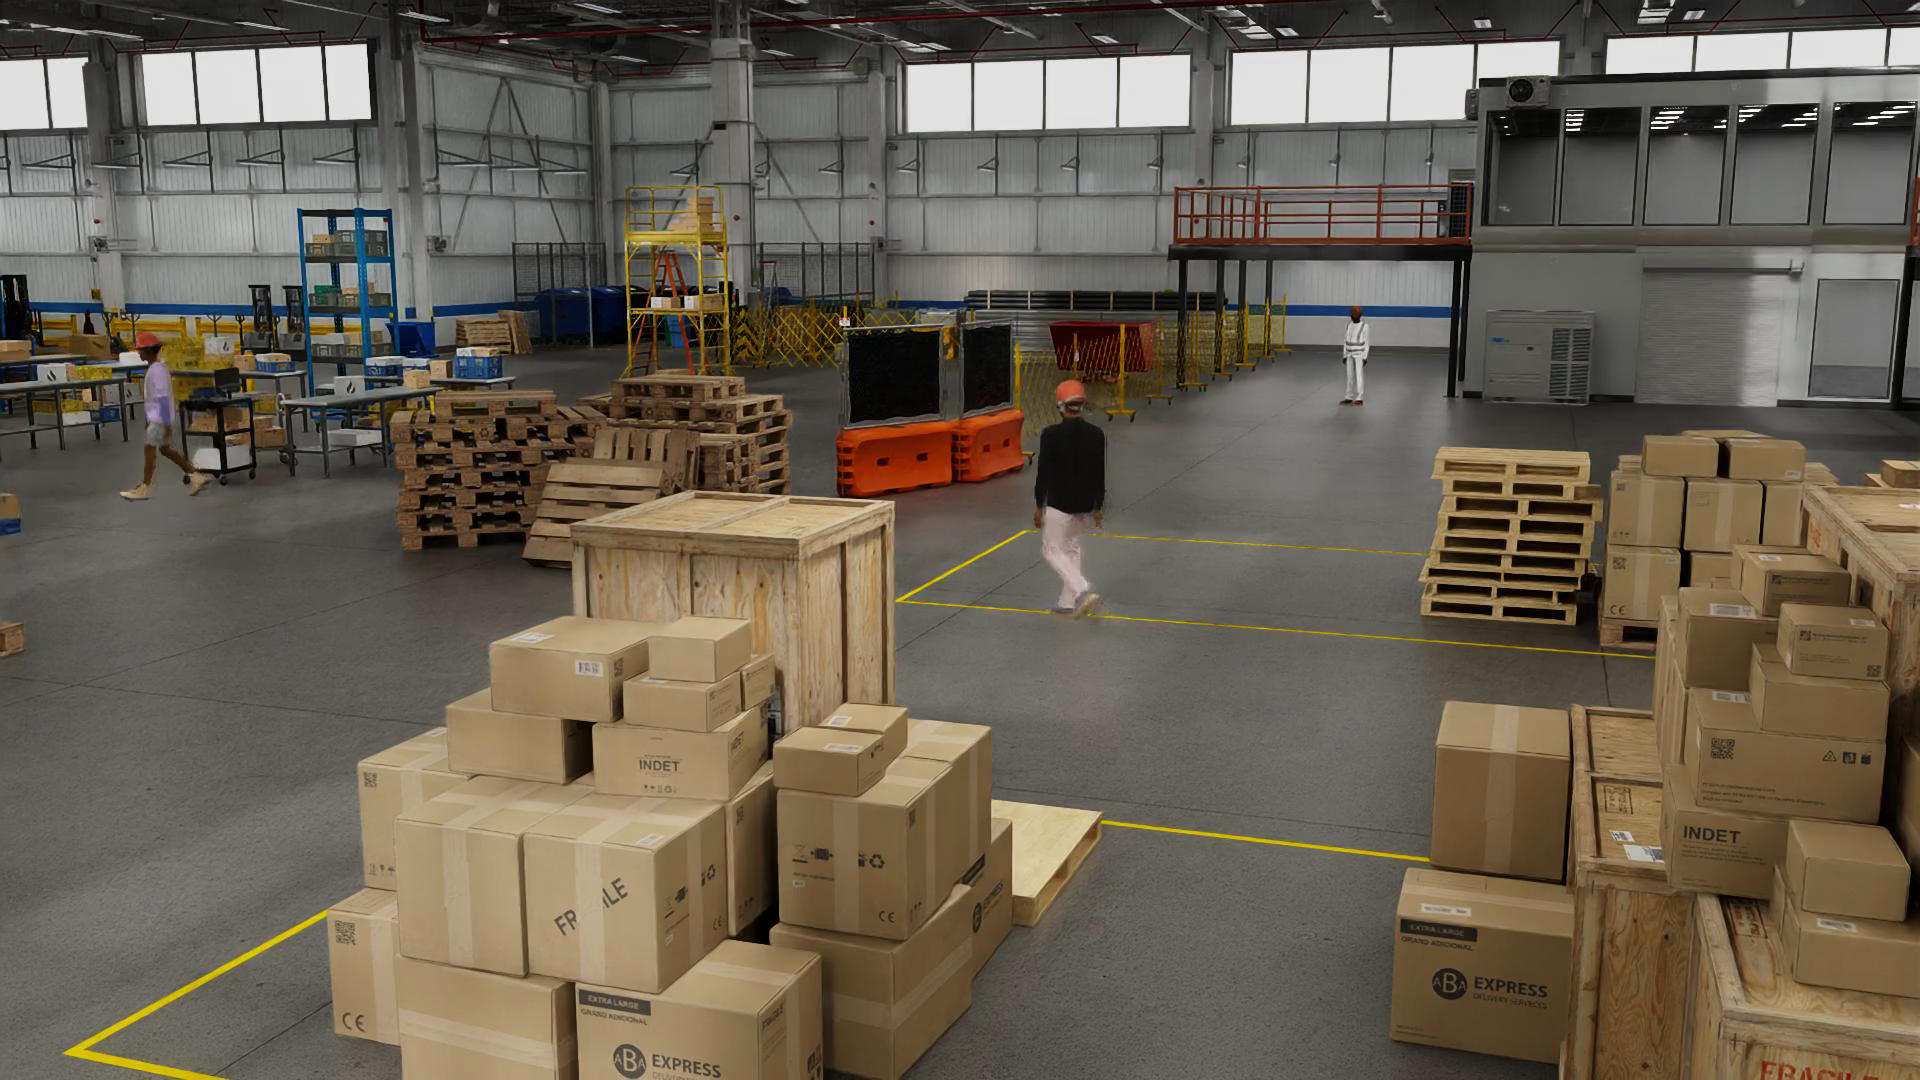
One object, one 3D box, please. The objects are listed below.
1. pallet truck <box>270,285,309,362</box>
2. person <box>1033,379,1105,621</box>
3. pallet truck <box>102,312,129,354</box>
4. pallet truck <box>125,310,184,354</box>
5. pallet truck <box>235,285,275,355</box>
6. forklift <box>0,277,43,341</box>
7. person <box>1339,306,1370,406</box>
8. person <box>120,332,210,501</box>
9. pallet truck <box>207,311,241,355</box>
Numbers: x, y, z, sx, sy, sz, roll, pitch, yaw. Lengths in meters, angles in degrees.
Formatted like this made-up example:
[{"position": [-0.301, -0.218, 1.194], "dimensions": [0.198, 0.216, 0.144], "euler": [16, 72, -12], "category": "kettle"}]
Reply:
[{"position": [-17.147, -5.700, 43.663], "dimensions": [0.823, 1.965, 1.885], "euler": [3, 11, 17], "category": "pallet truck"}, {"position": [0.900, -0.300, 13.308], "dimensions": [0.624, 1.970, 0.621], "euler": [-6, 12, -31], "category": "person"}, {"position": [-23.057, -5.777, 46.261], "dimensions": [0.680, 1.201, 1.601], "euler": [3, 11, 19], "category": "pallet truck"}, {"position": [-22.038, -5.665, 45.457], "dimensions": [0.704, 1.261, 1.522], "euler": [3, 11, 17], "category": "pallet truck"}, {"position": [-18.327, -5.835, 44.421], "dimensions": [0.823, 1.965, 1.885], "euler": [4, 11, 23], "category": "pallet truck"}, {"position": [-27.151, -6.329, 46.328], "dimensions": [1.157, 1.987, 2.680], "euler": [3, 11, 17], "category": "forklift"}, {"position": [7.479, -3.478, 31.469], "dimensions": [0.358, 1.883, 0.572], "euler": [-7, 12, -34], "category": "person"}, {"position": [-9.529, -1.472, 19.833], "dimensions": [0.921, 2.013, 0.614], "euler": [-5, 11, -24], "category": "person"}, {"position": [-19.537, -5.575, 44.913], "dimensions": [0.653, 1.274, 1.630], "euler": [3, 11, 19], "category": "pallet truck"}]
